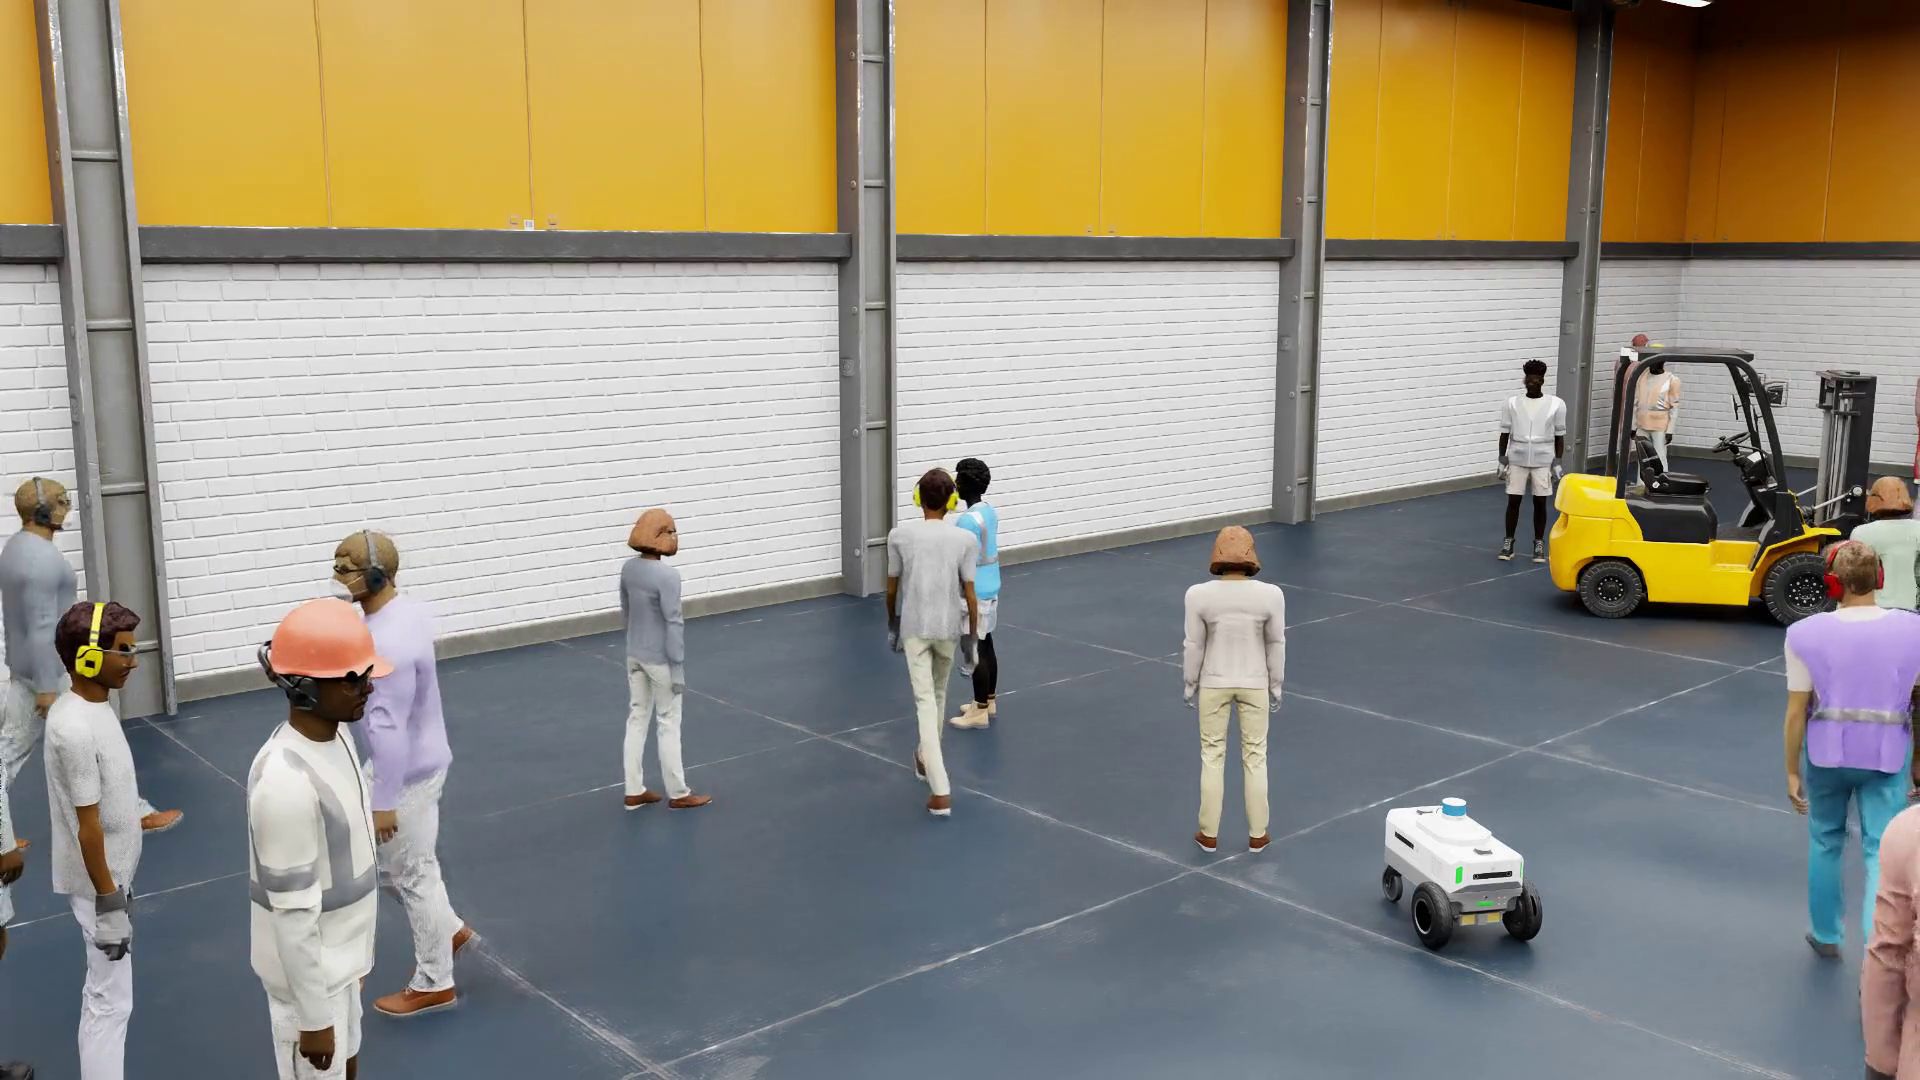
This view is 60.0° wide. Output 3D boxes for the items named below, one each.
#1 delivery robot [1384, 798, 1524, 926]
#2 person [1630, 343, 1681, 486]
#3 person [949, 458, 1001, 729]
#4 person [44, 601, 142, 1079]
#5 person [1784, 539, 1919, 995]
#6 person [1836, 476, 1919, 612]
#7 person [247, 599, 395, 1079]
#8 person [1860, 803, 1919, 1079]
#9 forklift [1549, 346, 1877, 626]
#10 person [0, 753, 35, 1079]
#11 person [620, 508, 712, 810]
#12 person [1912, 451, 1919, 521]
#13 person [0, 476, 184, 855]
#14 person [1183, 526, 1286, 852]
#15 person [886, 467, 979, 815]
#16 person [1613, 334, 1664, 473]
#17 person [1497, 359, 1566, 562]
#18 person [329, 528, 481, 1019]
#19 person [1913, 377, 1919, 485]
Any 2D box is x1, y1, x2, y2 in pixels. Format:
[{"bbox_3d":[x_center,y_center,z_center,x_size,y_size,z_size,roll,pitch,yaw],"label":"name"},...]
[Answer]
[{"bbox_3d":[2.165,1.380,7.327,0.477,0.478,0.707,-2,10,-12],"label":"delivery robot"},{"bbox_3d":[8.135,-1.342,19.521,0.361,1.929,0.587,-6,11,-31],"label":"person"},{"bbox_3d":[0.087,0.330,10.413,0.316,1.695,0.541,3,10,14],"label":"person"},{"bbox_3d":[-2.727,1.113,5.347,0.329,1.865,0.511,-5,11,-28],"label":"person"},{"bbox_3d":[3.604,0.911,6.690,0.589,1.811,0.830,3,10,19],"label":"person"},{"bbox_3d":[5.626,0.405,10.212,0.530,1.607,0.687,-1,10,-3],"label":"person"},{"bbox_3d":[-1.727,1.159,4.593,0.412,2.036,0.611,-2,10,-11],"label":"person"},{"bbox_3d":[2.605,1.299,4.159,0.655,1.893,0.573,8,12,38],"label":"person"},{"bbox_3d":[6.109,-0.478,13.691,2.313,2.155,1.214,3,10,16],"label":"forklift"},{"bbox_3d":[-3.516,1.017,5.754,0.565,1.911,0.462,2,10,14],"label":"person"},{"bbox_3d":[-1.607,0.635,8.835,0.505,1.631,0.341,9,13,44],"label":"person"},{"bbox_3d":[9.721,-0.762,16.596,0.309,1.772,0.525,5,11,27],"label":"person"},{"bbox_3d":[-4.481,0.620,8.180,1.005,1.891,0.644,-8,13,-40],"label":"person"},{"bbox_3d":[1.348,0.737,8.214,0.499,1.633,0.280,1,10,6],"label":"person"},{"bbox_3d":[-0.152,0.517,9.006,0.480,1.809,0.994,-2,10,-11],"label":"person"},{"bbox_3d":[9.118,-1.816,22.386,0.636,1.902,0.404,3,10,19],"label":"person"},{"bbox_3d":[5.493,-0.762,16.020,0.612,1.962,0.363,4,11,23],"label":"person"},{"bbox_3d":[-2.169,0.905,6.386,0.426,1.924,0.644,-4,11,-24],"label":"person"},{"bbox_3d":[12.485,-1.561,21.273,0.305,1.772,0.525,-7,12,-34],"label":"person"}]
